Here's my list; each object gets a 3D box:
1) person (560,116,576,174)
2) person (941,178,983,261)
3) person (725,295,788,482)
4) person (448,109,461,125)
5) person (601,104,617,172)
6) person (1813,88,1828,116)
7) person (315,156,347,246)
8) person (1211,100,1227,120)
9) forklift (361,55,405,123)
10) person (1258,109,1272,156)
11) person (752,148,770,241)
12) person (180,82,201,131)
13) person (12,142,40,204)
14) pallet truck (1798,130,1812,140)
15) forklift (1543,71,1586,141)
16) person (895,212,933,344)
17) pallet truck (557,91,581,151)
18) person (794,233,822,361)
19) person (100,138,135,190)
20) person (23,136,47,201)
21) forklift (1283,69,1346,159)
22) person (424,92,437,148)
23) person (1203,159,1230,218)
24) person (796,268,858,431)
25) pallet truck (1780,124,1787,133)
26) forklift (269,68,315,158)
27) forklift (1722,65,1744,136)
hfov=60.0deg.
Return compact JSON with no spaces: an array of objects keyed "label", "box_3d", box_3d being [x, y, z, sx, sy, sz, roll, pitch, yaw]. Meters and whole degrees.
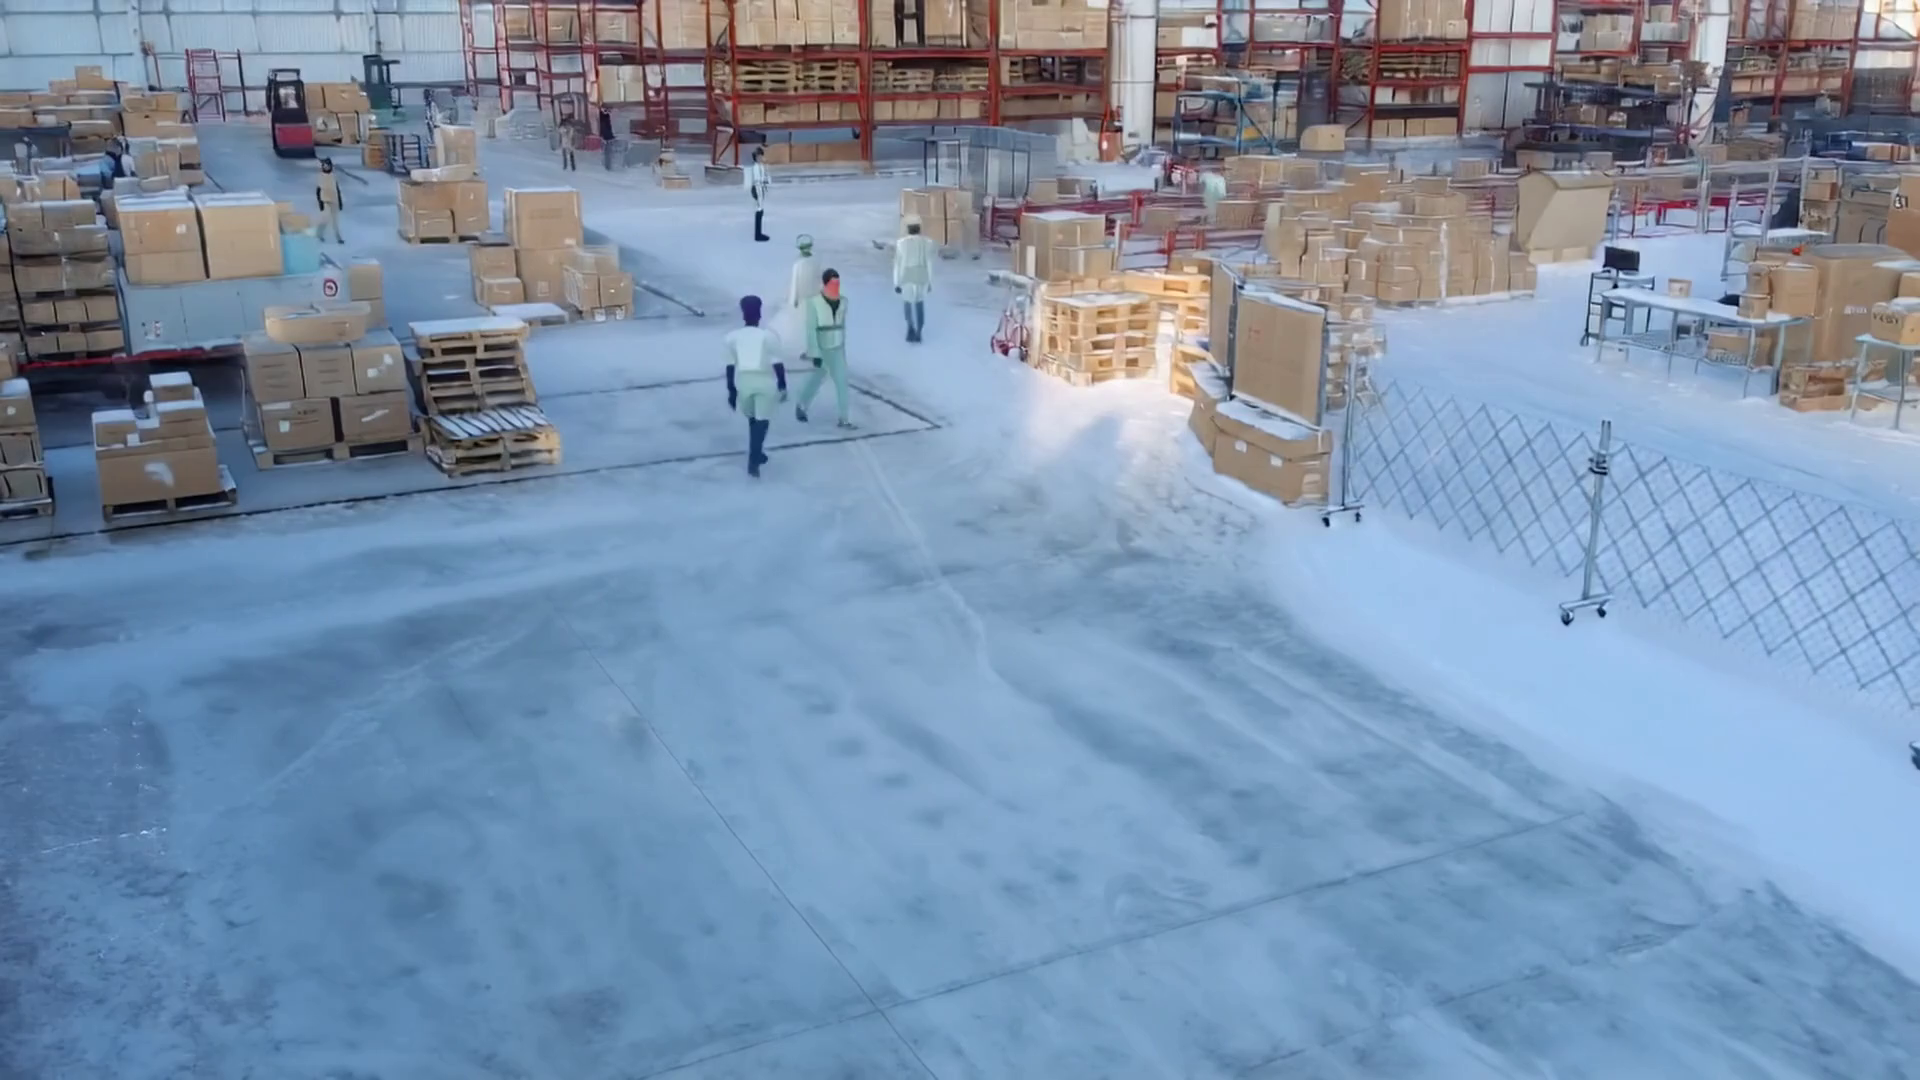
[{"label":"person","box_3d":[-11.574,-11.648,49.050,0.535,1.699,0.322,9,20,26]},{"label":"person","box_3d":[0.074,-6.208,32.271,0.859,1.586,0.501,-9,20,-27]},{"label":"person","box_3d":[-2.150,-1.590,17.338,0.606,1.928,0.971,5,18,14]},{"label":"person","box_3d":[-16.251,-13.103,53.727,0.709,1.604,0.539,6,19,18]},{"label":"person","box_3d":[-10.499,-12.008,49.698,0.396,1.992,0.622,-7,19,-21]},{"label":"person","box_3d":[33.048,-16.469,63.982,0.360,1.751,0.558,-9,20,-25]},{"label":"person","box_3d":[-13.078,-7.028,34.417,0.794,1.849,0.529,9,20,26]},{"label":"person","box_3d":[8.755,-14.209,56.736,0.648,1.872,0.890,10,20,28]},{"label":"forklift","box_3d":[-24.634,-18.984,70.019,1.873,2.768,1.129,7,19,22]},{"label":"person","box_3d":[9.575,-12.571,51.933,0.540,1.695,0.317,5,18,14]},{"label":"person","box_3d":[-4.192,-7.283,35.068,0.377,1.932,0.548,-2,18,-7]},{"label":"person","box_3d":[-30.438,-17.061,65.595,0.848,1.899,0.568,-3,18,-8]},{"label":"person","box_3d":[-20.763,-7.883,37.020,0.573,1.883,0.355,1,18,3]},{"label":"pallet truck","box_3d":[25.526,-11.556,49.408,1.630,1.274,0.653,-9,20,-26]},{"label":"forklift","box_3d":[18.685,-13.231,52.085,1.873,2.768,1.129,-9,20,-26]},{"label":"person","box_3d":[-0.662,-3.801,24.236,0.560,1.917,0.579,-2,18,-7]},{"label":"pallet truck","box_3d":[-13.495,-14.412,57.188,0.823,1.965,1.885,-3,18,-9]},{"label":"person","box_3d":[-2.131,-3.388,23.194,0.327,1.767,0.533,12,21,33]},{"label":"person","box_3d":[-18.444,-7.776,36.431,0.689,2.000,0.539,-16,24,-41]},{"label":"person","box_3d":[-23.663,-9.479,42.416,0.442,1.629,0.554,-9,20,-26]},{"label":"forklift","box_3d":[11.615,-13.871,54.079,1.129,2.768,1.873,-9,20,-27]},{"label":"person","box_3d":[-18.609,-14.787,58.502,0.391,1.912,0.589,-11,21,-32]},{"label":"person","box_3d":[5.274,-6.804,33.783,0.729,1.808,0.609,-8,20,-24]},{"label":"person","box_3d":[-1.579,-2.237,19.416,0.598,1.890,0.853,-16,23,-40]},{"label":"pallet truck","box_3d":[25.206,-12.542,52.601,1.601,1.201,0.680,0,18,-2]},{"label":"forklift","box_3d":[-22.016,-14.054,54.650,1.129,2.768,1.873,-9,20,-26]},{"label":"forklift","box_3d":[26.508,-15.208,58.246,1.873,2.768,1.129,-9,20,-26]}]
